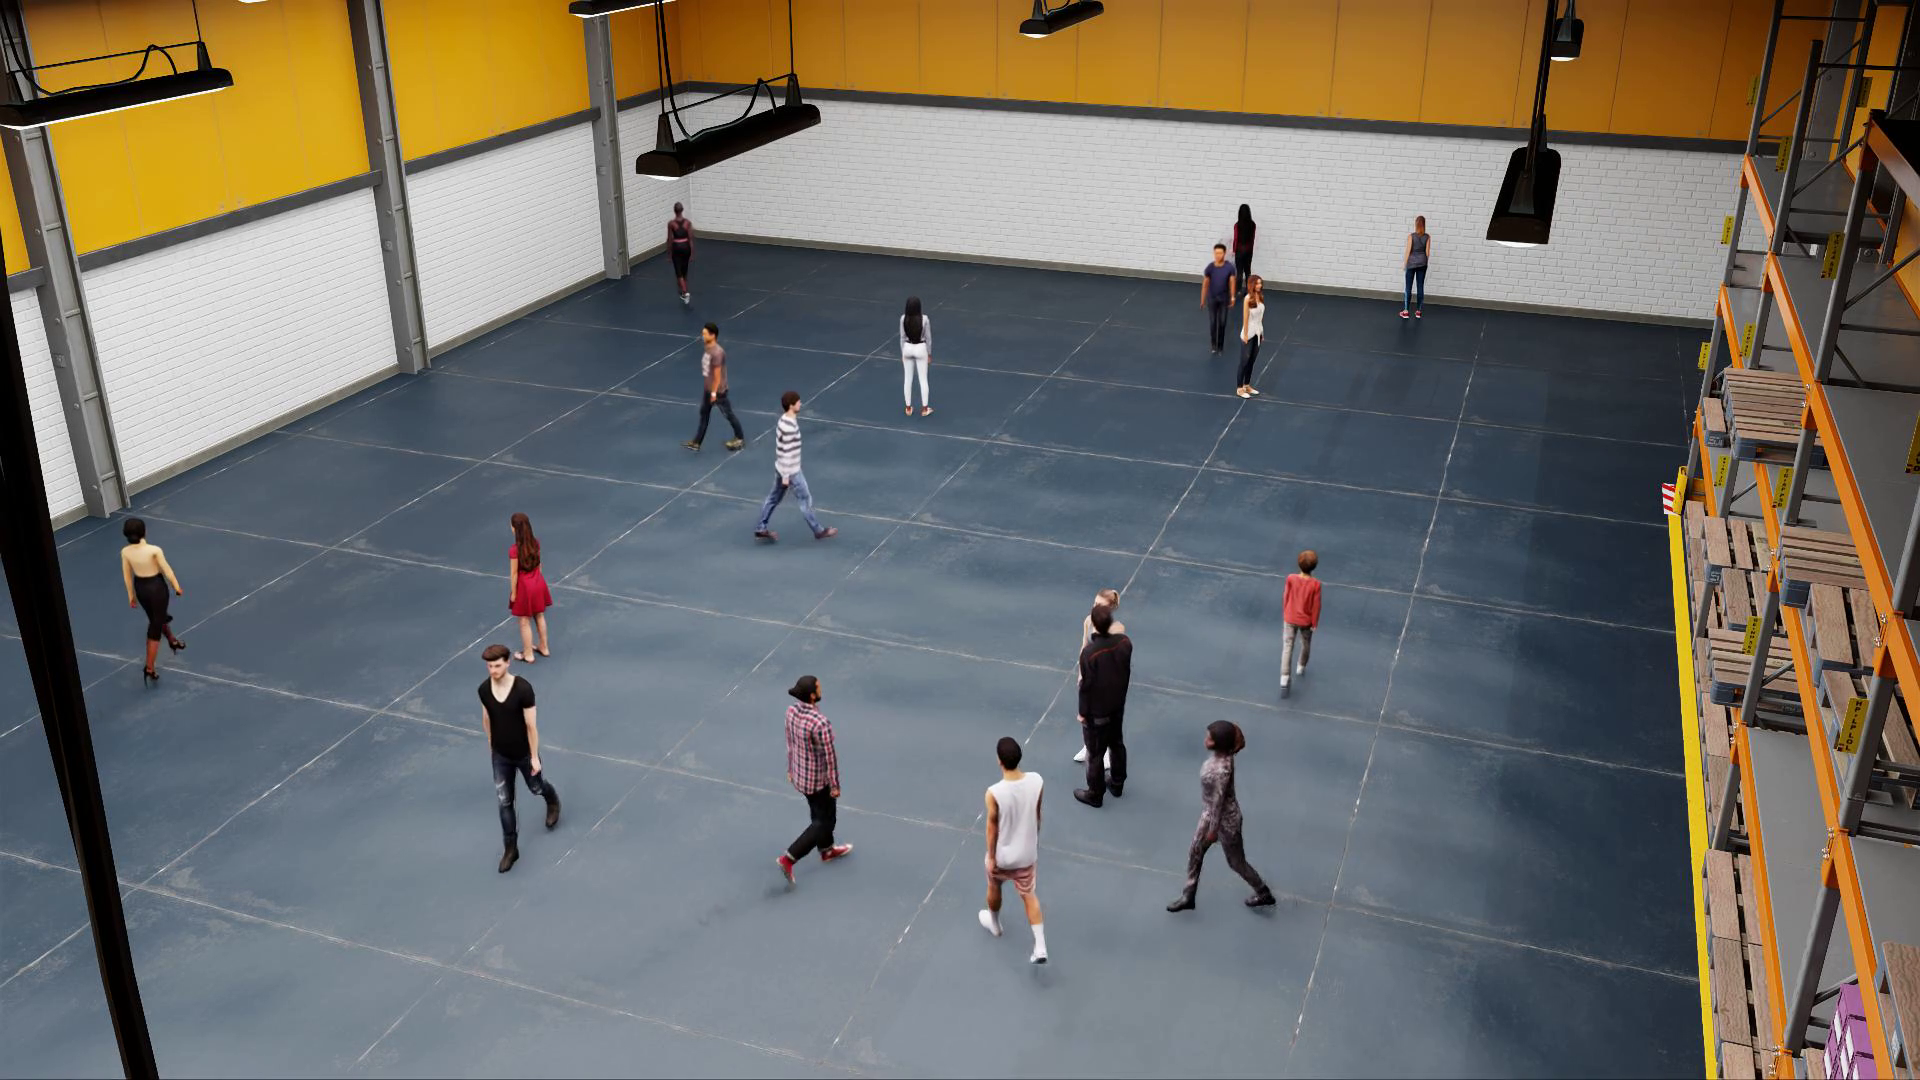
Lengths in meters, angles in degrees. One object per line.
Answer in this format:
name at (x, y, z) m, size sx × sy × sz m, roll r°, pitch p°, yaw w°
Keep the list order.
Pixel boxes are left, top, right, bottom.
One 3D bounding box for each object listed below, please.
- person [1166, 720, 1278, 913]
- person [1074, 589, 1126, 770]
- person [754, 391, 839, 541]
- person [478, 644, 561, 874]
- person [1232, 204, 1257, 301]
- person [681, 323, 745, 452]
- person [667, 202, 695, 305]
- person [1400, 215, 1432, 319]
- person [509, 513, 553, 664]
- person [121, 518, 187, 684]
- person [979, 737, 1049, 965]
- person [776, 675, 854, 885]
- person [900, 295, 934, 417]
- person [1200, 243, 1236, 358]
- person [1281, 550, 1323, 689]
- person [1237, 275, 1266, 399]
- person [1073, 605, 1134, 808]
person at (2.062, 2.124, 12.576) m, size 0.924 × 1.681 × 1.096 m, roll 2°, pitch 24°, yaw 4°
person at (1.257, 1.206, 14.650) m, size 0.612 × 1.702 × 0.577 m, roll 15°, pitch 28°, yaw 30°
person at (-2.064, -0.789, 19.096) m, size 1.165 × 1.796 × 1.235 m, roll -6°, pitch 24°, yaw -13°
person at (-3.538, 1.656, 13.415) m, size 0.849 × 1.866 × 1.267 m, roll 3°, pitch 24°, yaw 7°
person at (4.949, -5.018, 28.949) m, size 0.659 × 1.654 × 0.717 m, roll -10°, pitch 26°, yaw -22°
person at (-3.130, -1.998, 21.945) m, size 1.198 × 1.730 × 1.071 m, roll -14°, pitch 27°, yaw -29°
person at (-4.785, -4.911, 28.607) m, size 1.070 × 1.731 × 1.148 m, roll -10°, pitch 26°, yaw -22°
person at (7.640, -4.582, 27.866) m, size 0.639 × 1.722 × 0.648 m, roll -1°, pitch 24°, yaw -3°
person at (-4.290, 0.463, 16.540) m, size 0.681 × 1.550 × 0.611 m, roll 15°, pitch 28°, yaw 31°
person at (-7.873, 0.611, 16.133) m, size 0.725 × 1.604 × 1.082 m, roll 3°, pitch 24°, yaw 6°
person at (0.429, 2.288, 12.105) m, size 1.072 × 1.758 × 1.174 m, roll -9°, pitch 25°, yaw -19°
person at (-1.189, 1.883, 13.052) m, size 1.146 × 1.741 × 1.007 m, roll -18°, pitch 30°, yaw -36°
person at (-0.626, -2.595, 23.318) m, size 0.611 × 1.724 × 0.549 m, roll 5°, pitch 24°, yaw 12°
person at (4.043, -3.774, 25.955) m, size 0.715 × 1.772 × 0.753 m, roll 6°, pitch 24°, yaw 13°
person at (3.248, 0.775, 16.012) m, size 0.535 × 1.401 × 0.916 m, roll 7°, pitch 25°, yaw 15°
person at (4.206, -2.967, 24.093) m, size 0.731 × 1.784 × 0.601 m, roll 22°, pitch 32°, yaw 40°
person at (1.221, 1.393, 14.050) m, size 0.724 × 1.839 × 0.855 m, roll -18°, pitch 29°, yaw -35°
